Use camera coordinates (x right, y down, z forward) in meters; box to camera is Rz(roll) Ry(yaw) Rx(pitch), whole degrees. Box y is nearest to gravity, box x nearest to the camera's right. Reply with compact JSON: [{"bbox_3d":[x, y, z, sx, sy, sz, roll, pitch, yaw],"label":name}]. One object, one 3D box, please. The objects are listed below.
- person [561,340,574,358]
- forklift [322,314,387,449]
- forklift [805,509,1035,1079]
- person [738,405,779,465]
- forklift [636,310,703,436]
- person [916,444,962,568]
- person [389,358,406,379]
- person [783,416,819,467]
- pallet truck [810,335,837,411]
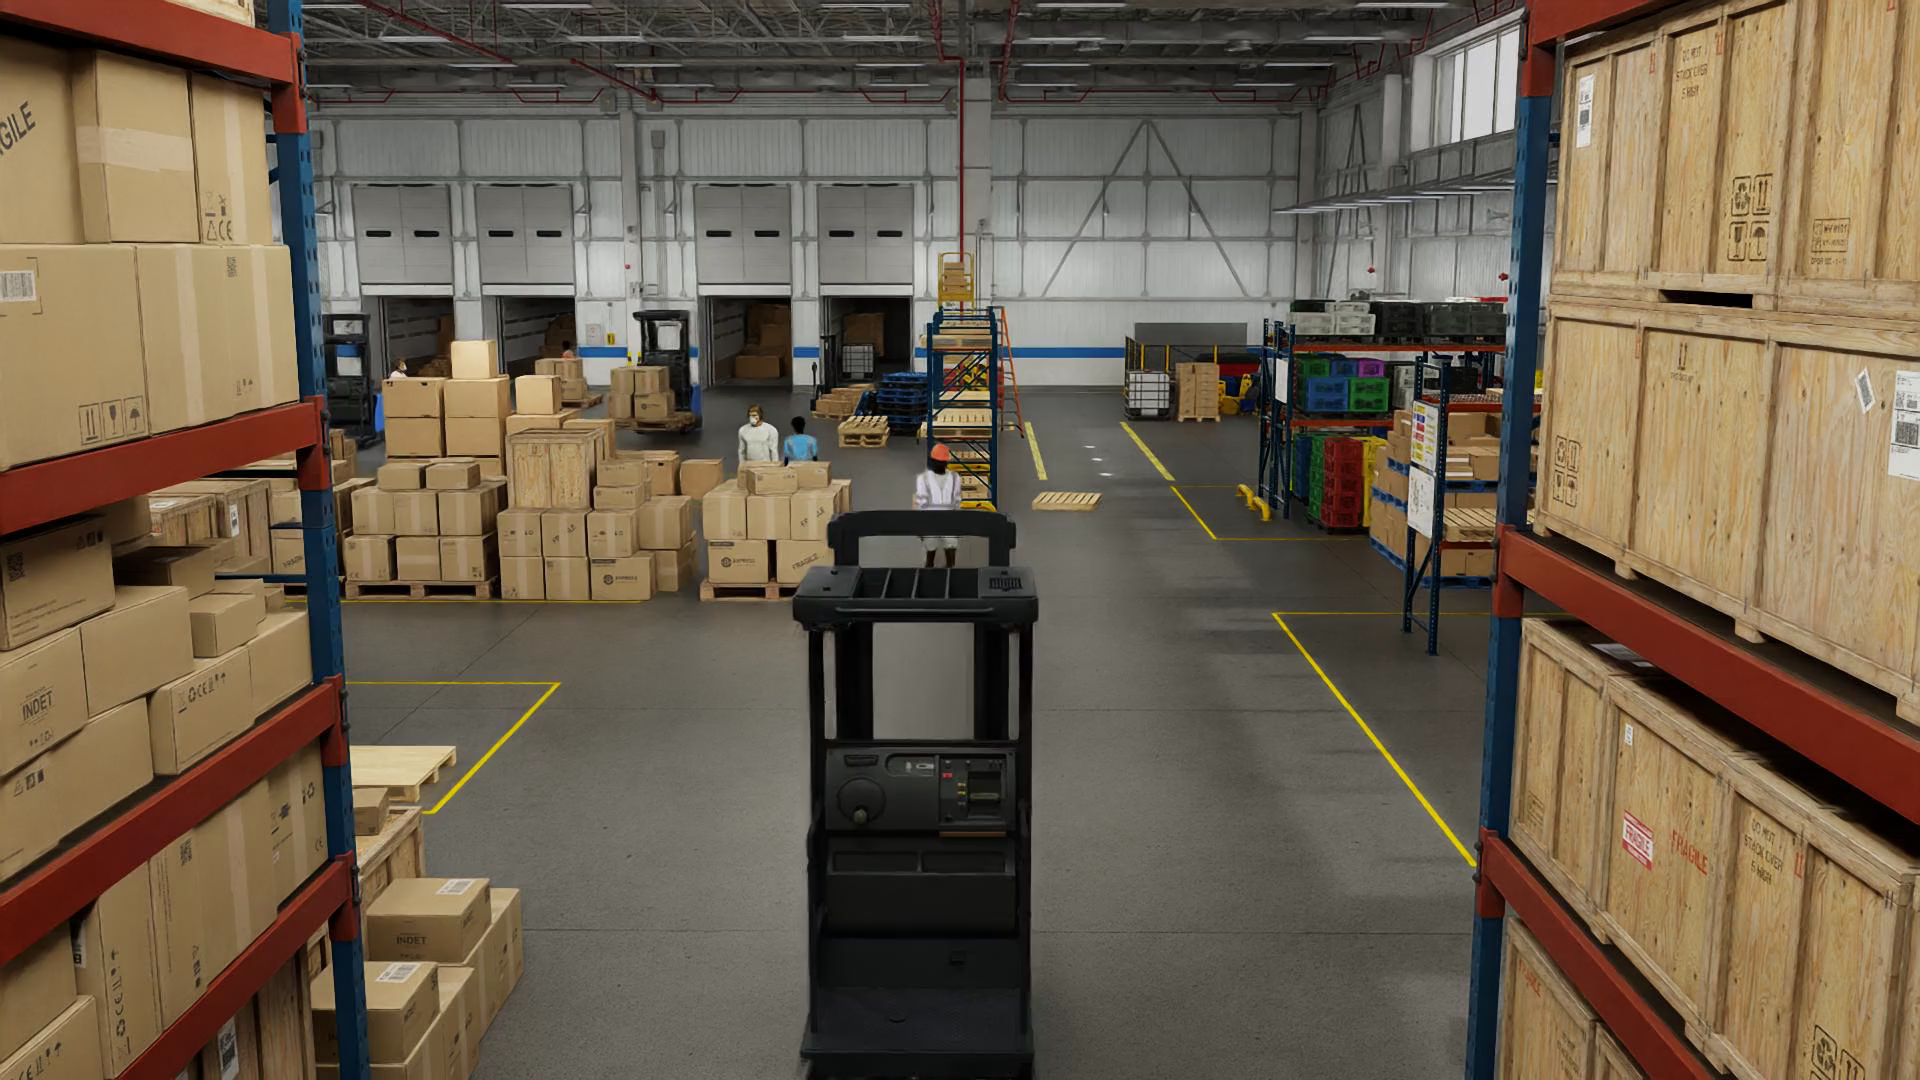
[{"bbox_3d":[-10.904,-4.756,46.587,0.588,1.686,0.541,2,10,13],"label":"person"},{"bbox_3d":[-12.976,-3.414,35.398,1.129,2.768,1.873,0,10,1],"label":"forklift"},{"bbox_3d":[-0.186,1.241,8.542,1.129,2.768,1.873,0,10,1],"label":"forklift"},{"bbox_3d":[-2.954,-1.022,24.363,0.631,1.931,0.367,3,10,15],"label":"person"},{"bbox_3d":[-6.631,-3.862,37.981,1.129,2.768,1.873,1,10,5],"label":"forklift"},{"bbox_3d":[-0.218,-0.179,19.581,0.573,1.887,0.977,-3,10,-14],"label":"person"},{"bbox_3d":[-11.687,-2.829,34.739,0.377,1.940,0.628,0,10,0],"label":"person"},{"bbox_3d":[-2.409,-1.040,25.171,0.537,1.678,0.375,-1,10,-6],"label":"person"},{"bbox_3d":[-3.021,-4.312,43.126,1.885,1.965,0.823,3,10,17],"label":"pallet truck"}]
